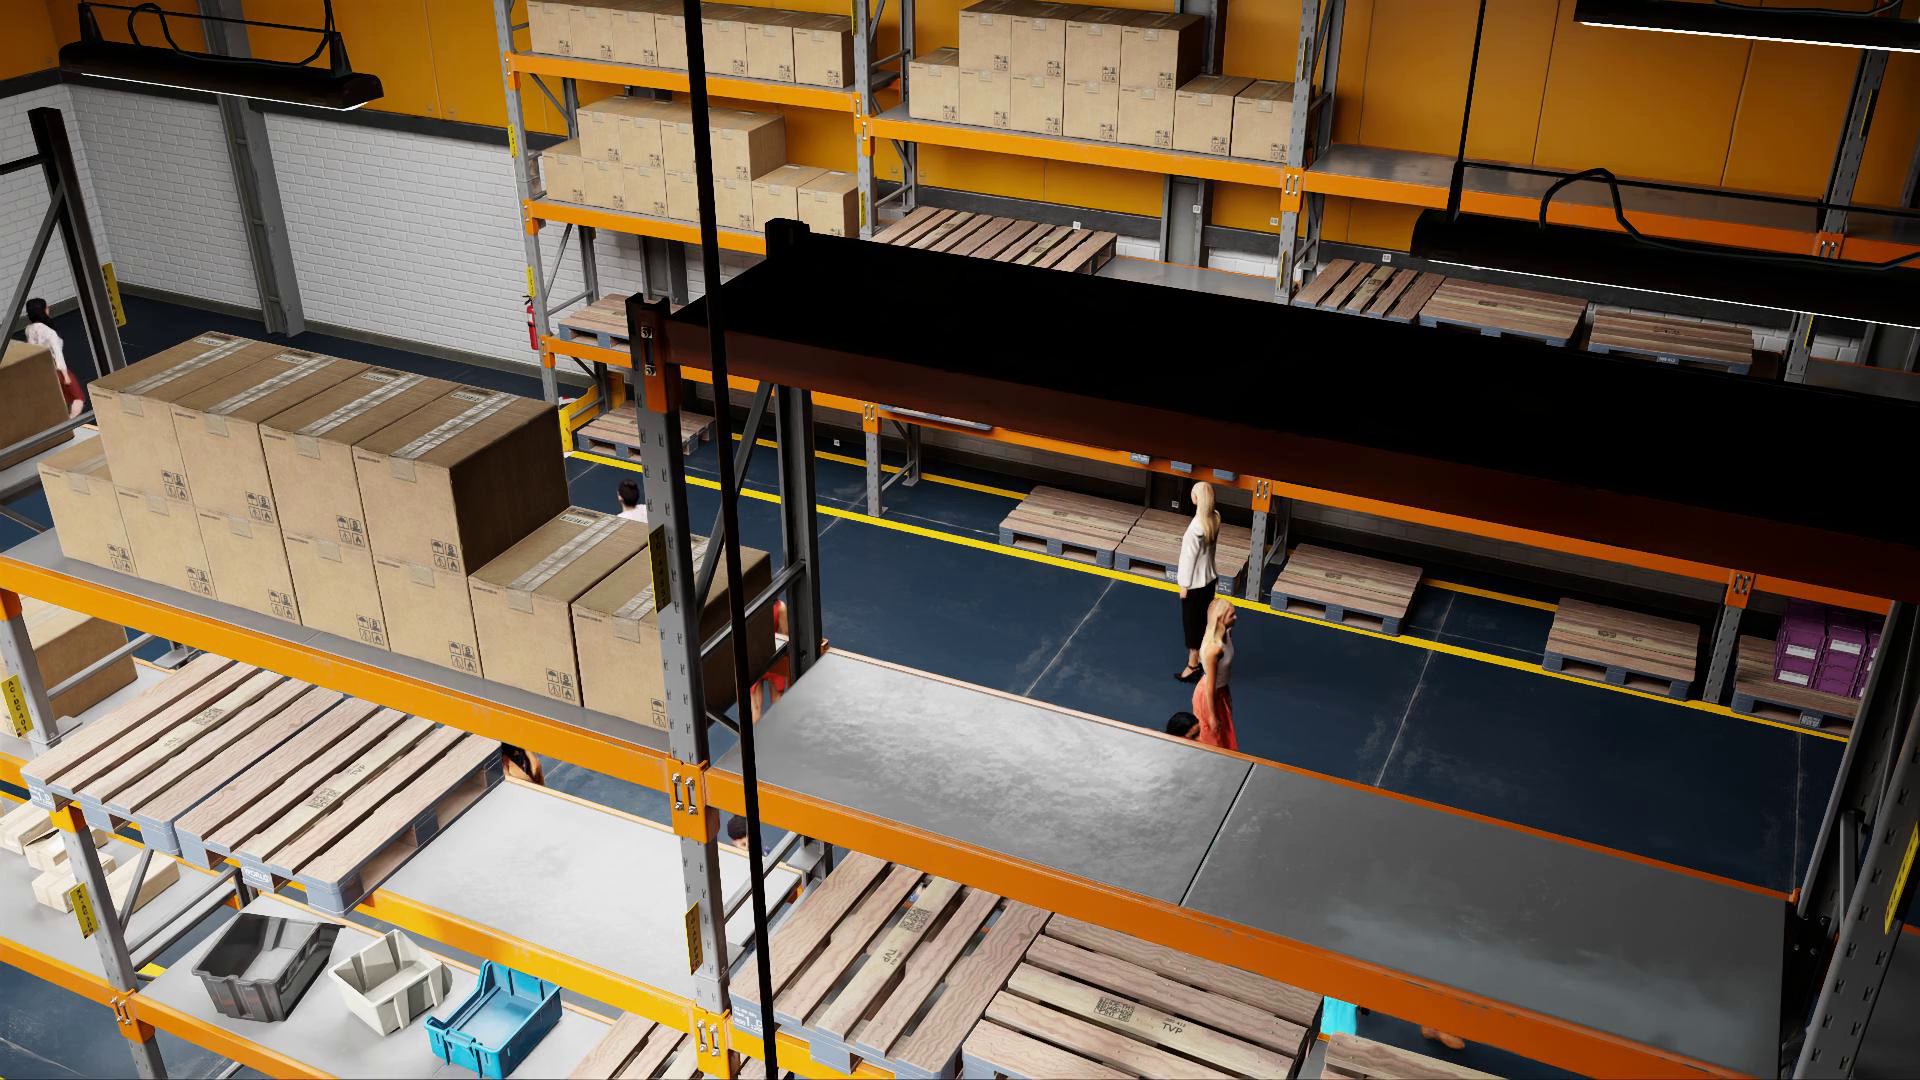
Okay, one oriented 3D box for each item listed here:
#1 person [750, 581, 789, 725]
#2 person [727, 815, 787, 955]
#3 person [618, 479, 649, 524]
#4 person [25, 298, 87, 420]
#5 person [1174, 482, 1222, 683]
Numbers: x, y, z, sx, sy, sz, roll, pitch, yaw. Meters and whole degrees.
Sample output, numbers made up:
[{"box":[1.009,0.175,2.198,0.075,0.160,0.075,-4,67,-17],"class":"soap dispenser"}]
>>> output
[{"box":[-1.540,0.959,13.060,0.626,1.719,0.728,-4,29,-8],"class":"person"},{"box":[-1.405,2.316,11.093,0.777,1.221,0.923,-17,33,-28],"class":"person"},{"box":[-2.774,0.246,14.342,0.736,1.743,0.766,24,37,37],"class":"person"},{"box":[-9.843,-1.747,18.000,0.525,1.738,0.669,12,31,21],"class":"person"},{"box":[2.011,0.355,14.022,0.559,1.858,0.628,17,33,29],"class":"person"}]
